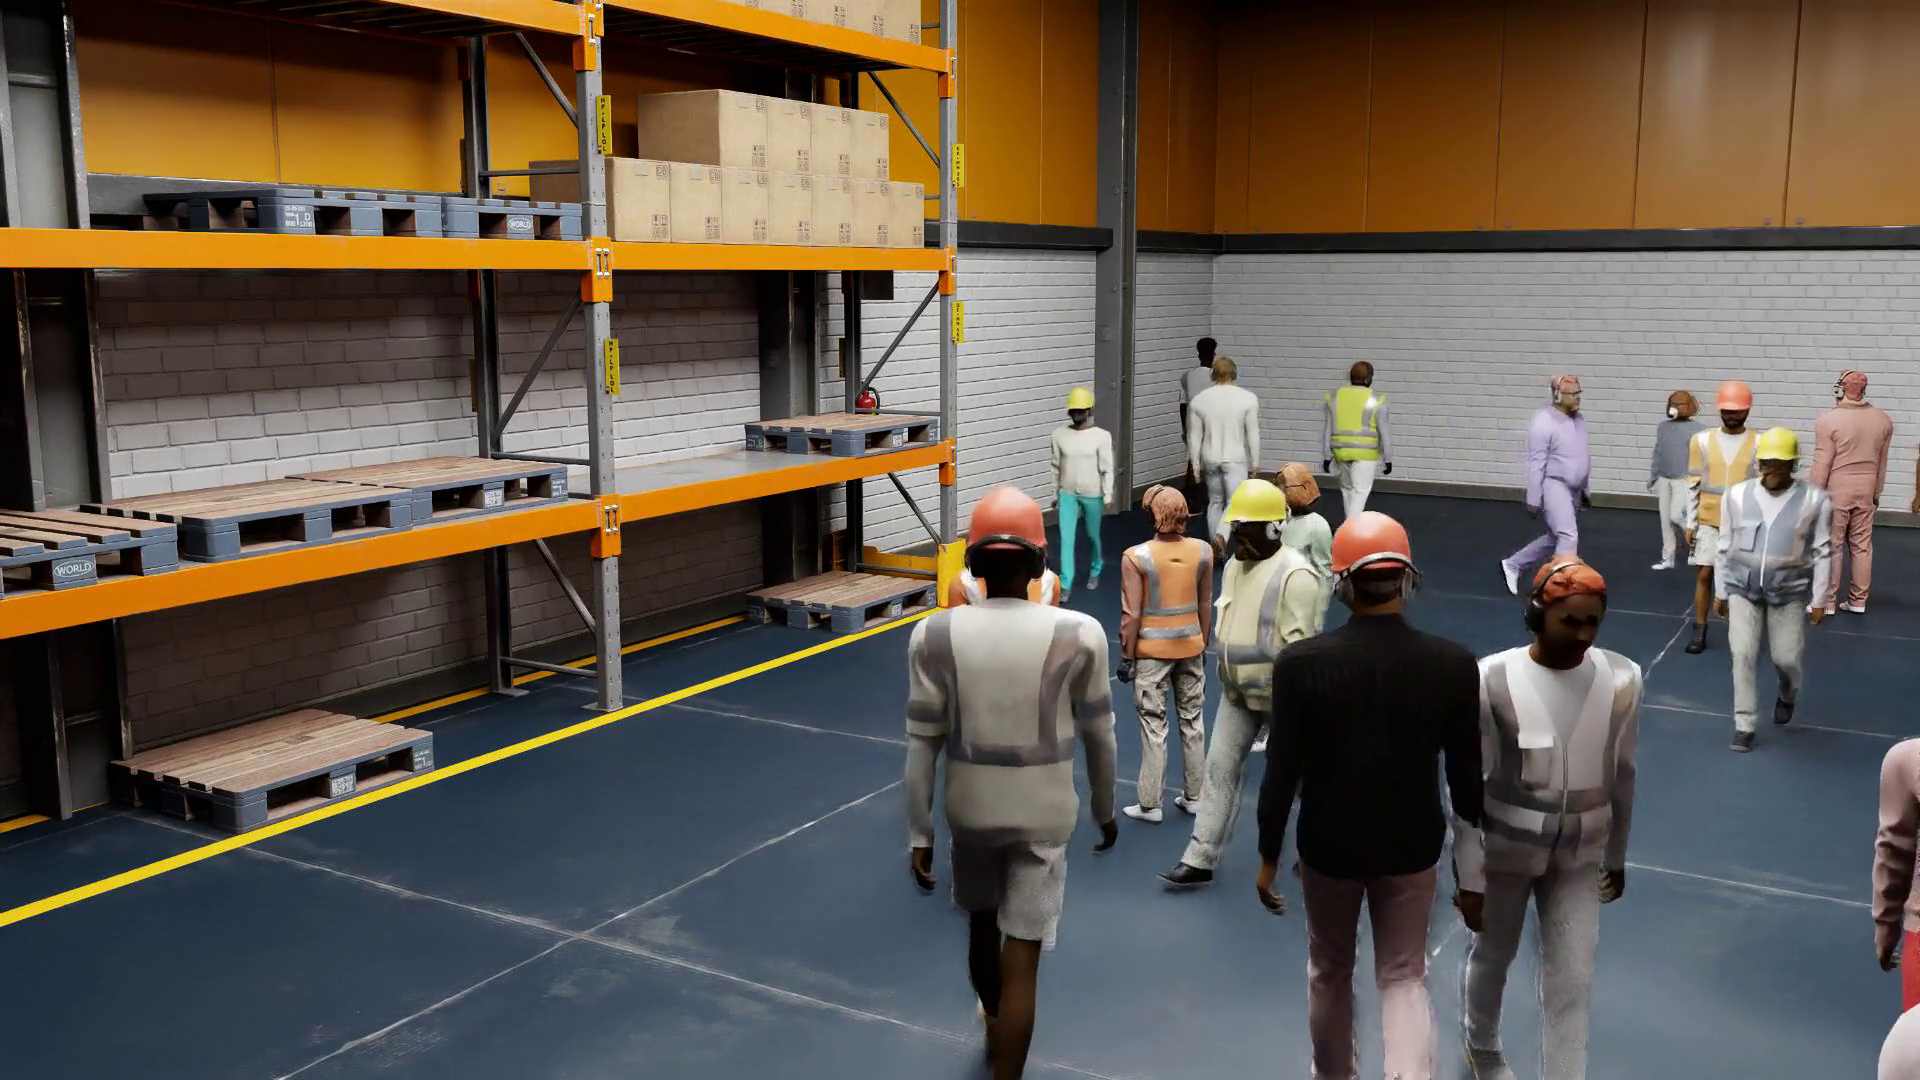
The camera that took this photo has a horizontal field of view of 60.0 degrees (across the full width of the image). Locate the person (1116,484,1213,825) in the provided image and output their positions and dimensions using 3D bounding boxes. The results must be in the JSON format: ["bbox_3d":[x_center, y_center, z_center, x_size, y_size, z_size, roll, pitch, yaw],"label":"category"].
[{"bbox_3d":[0.989,0.553,8.013,0.515,1.641,0.314,-4,10,-24],"label":"person"}]

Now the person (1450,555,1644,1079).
[{"bbox_3d":[1.746,0.945,5.025,0.596,1.853,0.956,0,9,1],"label":"person"}]

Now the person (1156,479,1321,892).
[{"bbox_3d":[1.309,0.625,7.145,0.925,1.790,0.612,-5,10,-29],"label":"person"}]

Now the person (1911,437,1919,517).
[{"bbox_3d":[7.637,-0.356,12.446,0.816,2.000,0.760,2,9,12],"label":"person"}]

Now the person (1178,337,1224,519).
[{"bbox_3d":[2.653,-1.210,18.001,0.612,1.965,0.361,8,12,42],"label":"person"}]

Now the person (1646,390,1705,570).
[{"bbox_3d":[6.401,-0.529,14.836,0.407,1.621,0.504,-4,10,-22],"label":"person"}]

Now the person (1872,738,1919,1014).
[{"bbox_3d":[2.745,1.082,4.476,0.526,1.719,0.912,4,10,25],"label":"person"}]

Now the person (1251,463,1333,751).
[{"bbox_3d":[1.803,0.392,9.042,0.269,1.632,0.509,-5,11,-30],"label":"person"}]

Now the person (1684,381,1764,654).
[{"bbox_3d":[5.280,-0.133,11.439,0.556,1.925,0.418,6,11,32],"label":"person"}]

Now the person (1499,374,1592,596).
[{"bbox_3d":[4.692,-0.392,13.194,0.635,1.873,0.831,-9,13,-43],"label":"person"}]

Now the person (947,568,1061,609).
[{"bbox_3d":[0.191,0.666,7.151,0.531,1.692,0.320,-3,10,-17],"label":"person"}]

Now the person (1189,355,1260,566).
[{"bbox_3d":[2.359,-0.701,15.001,0.636,1.916,0.765,4,10,25],"label":"person"}]

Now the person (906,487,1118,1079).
[{"bbox_3d":[0.169,0.831,5.181,0.622,1.986,1.028,2,9,14],"label":"person"}]

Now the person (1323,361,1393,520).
[{"bbox_3d":[3.868,-0.803,15.957,0.651,1.807,0.866,7,12,39],"label":"person"}]

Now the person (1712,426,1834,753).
[{"bbox_3d":[4.534,0.260,9.297,0.599,1.813,0.620,6,11,35],"label":"person"}]

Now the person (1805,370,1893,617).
[{"bbox_3d":[6.826,-0.358,12.868,0.636,1.911,0.406,-2,9,-11],"label":"person"}]

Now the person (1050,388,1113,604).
[{"bbox_3d":[1.004,-0.389,13.633,0.534,1.724,0.890,3,9,15],"label":"person"}]

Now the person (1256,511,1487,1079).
[{"bbox_3d":[1.206,0.910,4.835,0.668,1.960,0.826,1,9,6],"label":"person"}]

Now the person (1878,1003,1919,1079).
[{"bbox_3d":[1.674,1.320,2.469,0.681,1.884,0.645,8,12,42],"label":"person"}]
